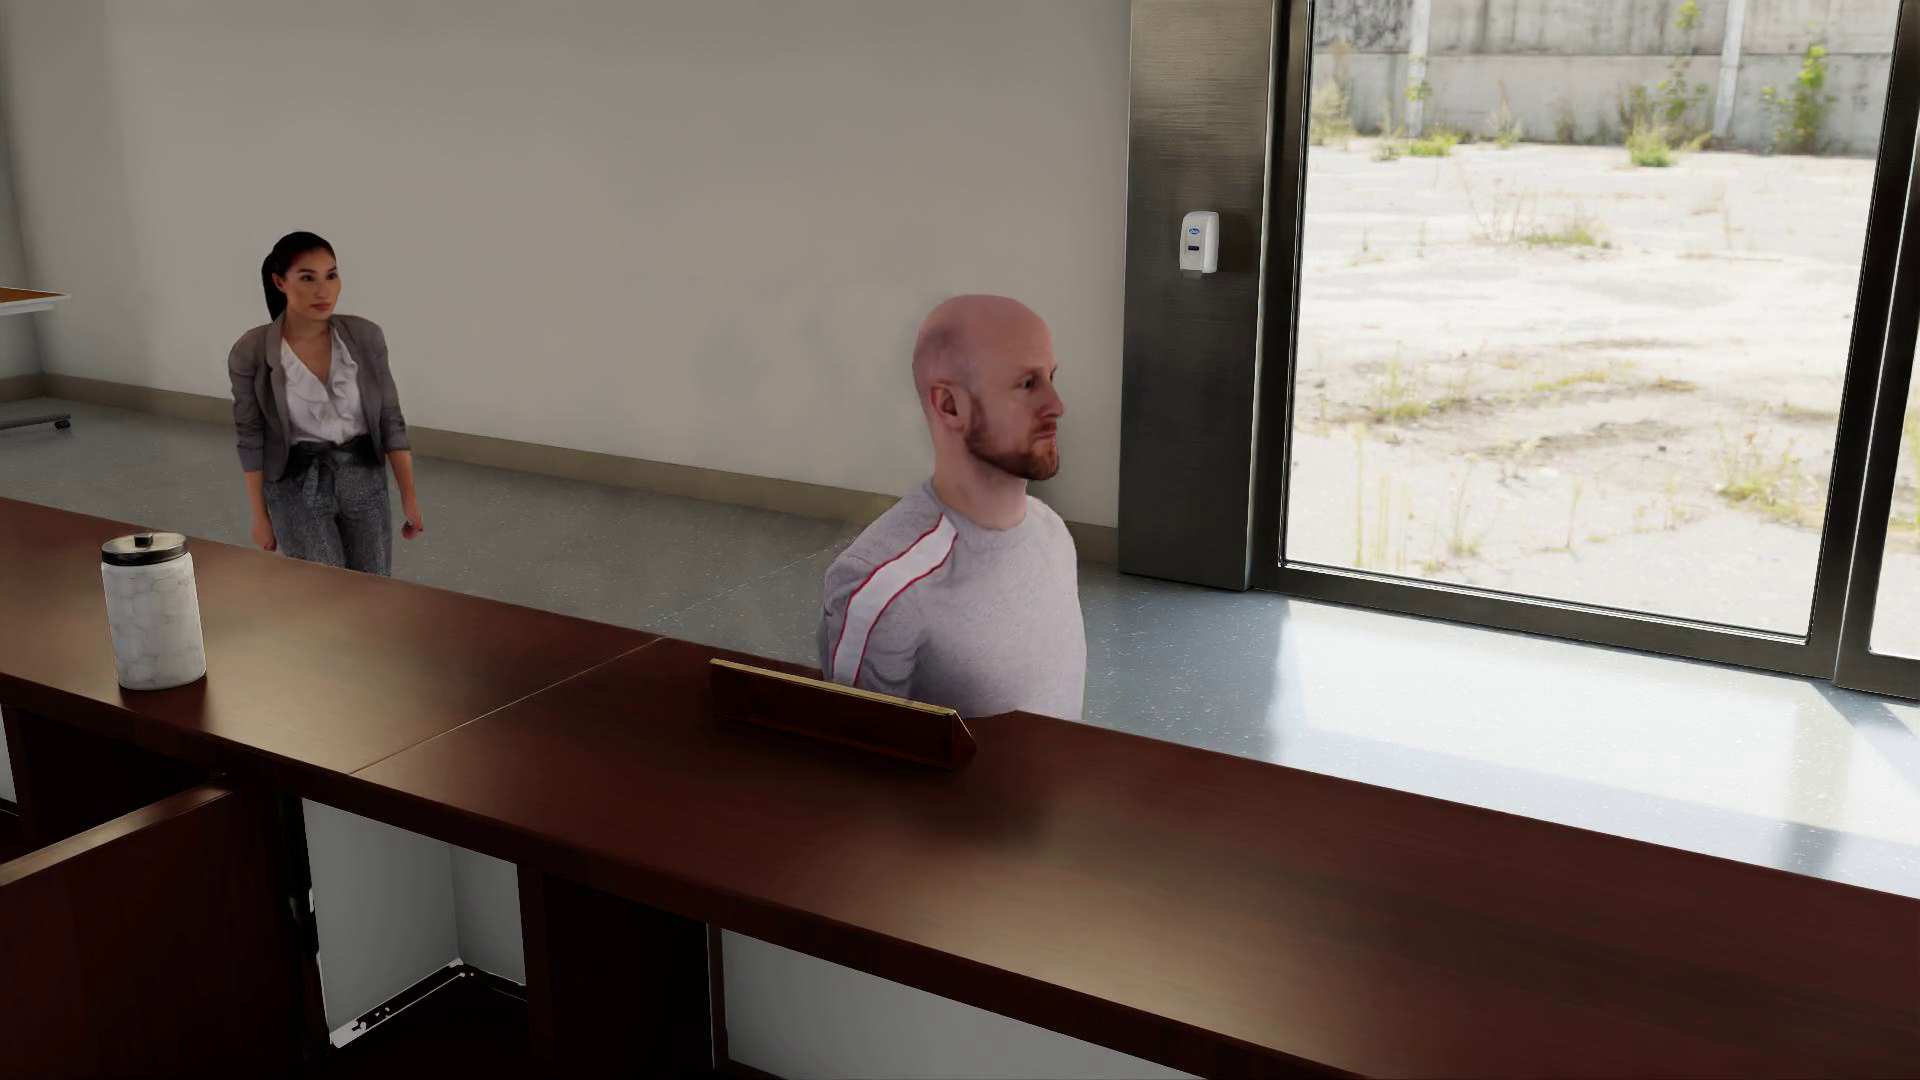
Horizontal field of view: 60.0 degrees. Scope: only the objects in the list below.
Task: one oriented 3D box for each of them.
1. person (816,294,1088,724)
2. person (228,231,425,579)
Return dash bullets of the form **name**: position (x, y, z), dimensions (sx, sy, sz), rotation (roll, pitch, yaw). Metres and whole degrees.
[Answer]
- **person**: position (-0.069, 0.556, 2.415), dimensions (0.737, 1.823, 0.547), rotation (9, 18, 29)
- **person**: position (-1.930, -0.101, 5.063), dimensions (1.015, 1.651, 0.948), rotation (-11, 19, -34)
